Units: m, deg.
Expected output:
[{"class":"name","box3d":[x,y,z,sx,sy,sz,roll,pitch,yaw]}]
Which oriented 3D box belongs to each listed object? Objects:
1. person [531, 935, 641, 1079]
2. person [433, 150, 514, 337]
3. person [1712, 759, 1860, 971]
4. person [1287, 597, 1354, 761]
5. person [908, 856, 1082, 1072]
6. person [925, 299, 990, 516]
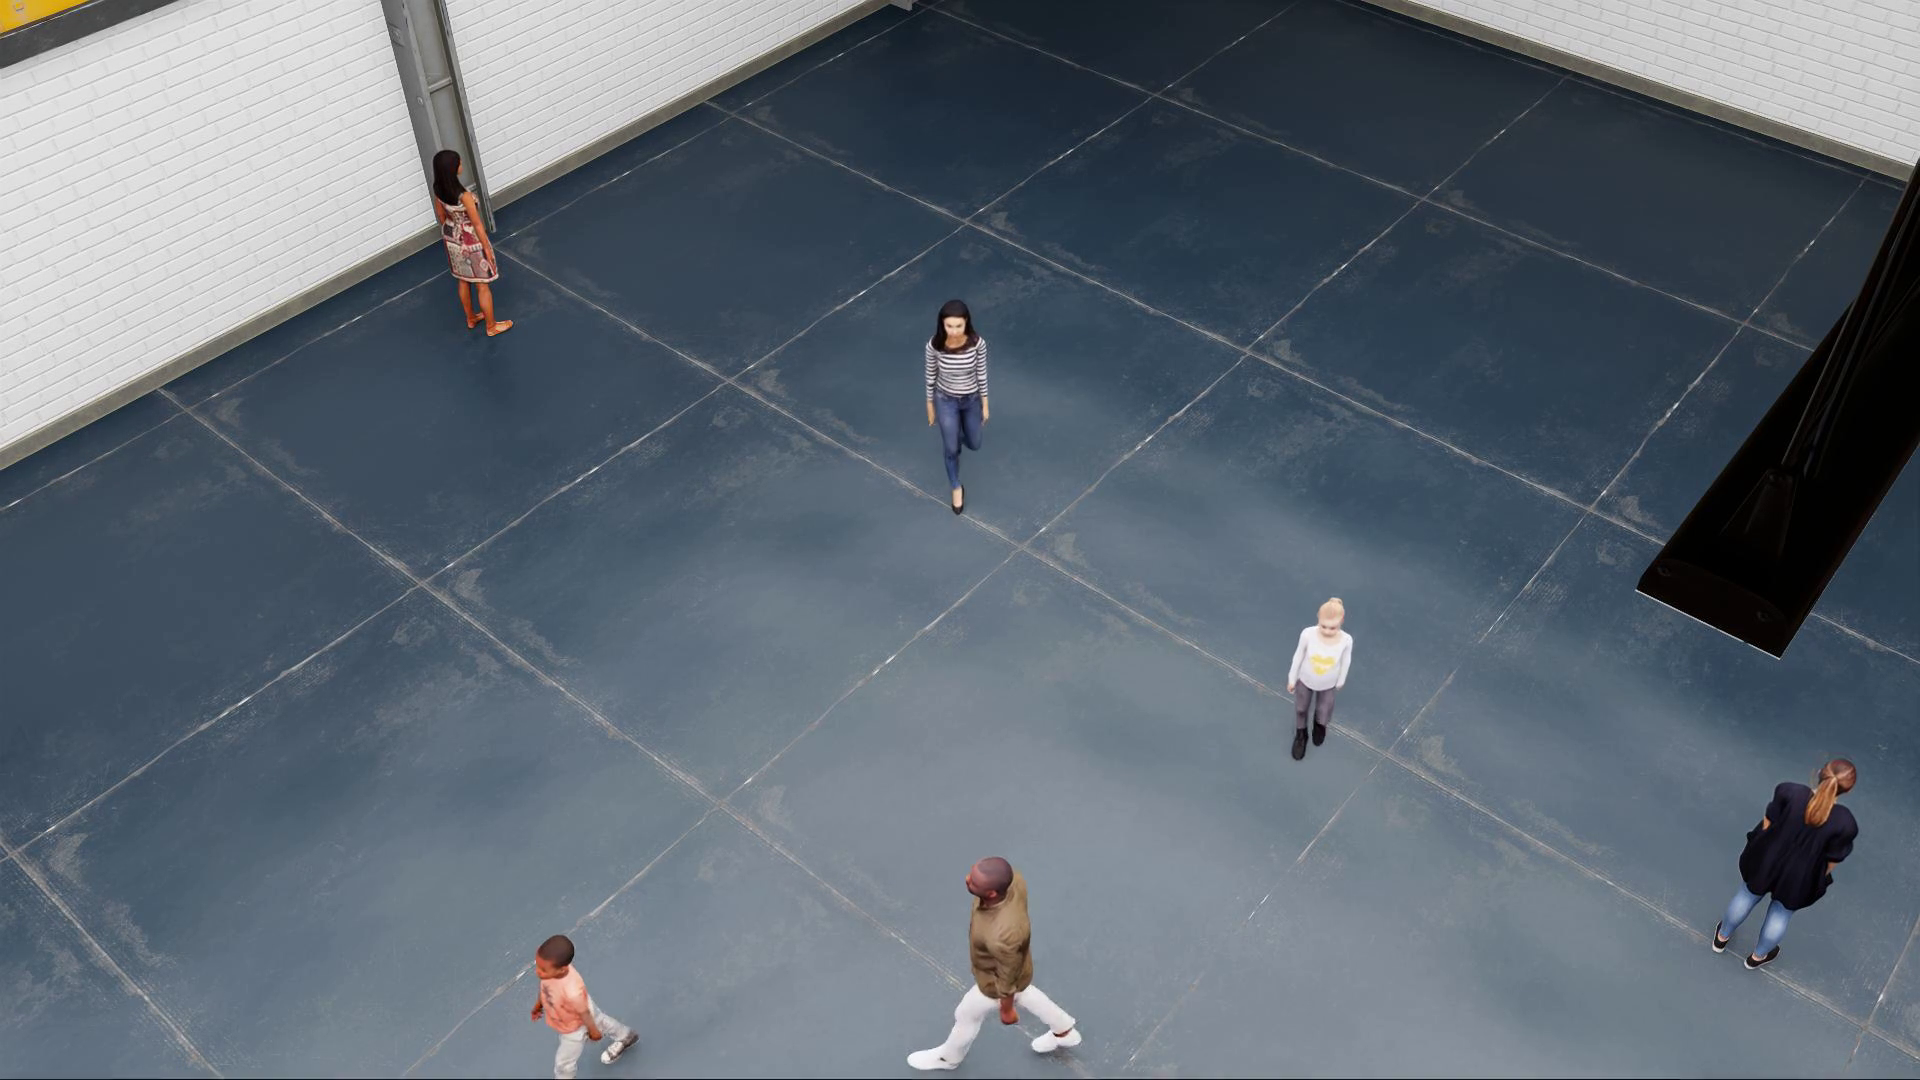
[{"class":"person","box3d":[-1.938,2.397,8.554,0.952,1.283,0.665,-24,49,-23]},{"class":"person","box3d":[-3.958,-2.384,13.311,0.678,1.645,0.569,23,48,22]},{"class":"person","box3d":[4.454,1.740,8.953,0.638,1.684,0.568,34,53,30]},{"class":"person","box3d":[2.202,0.814,10.225,0.580,1.270,0.637,12,45,12]},{"class":"person","box3d":[0.279,2.166,8.429,1.255,1.790,1.233,0,44,0]},{"class":"person","box3d":[-0.017,-0.993,11.755,0.895,1.777,0.948,-4,44,-4]}]
